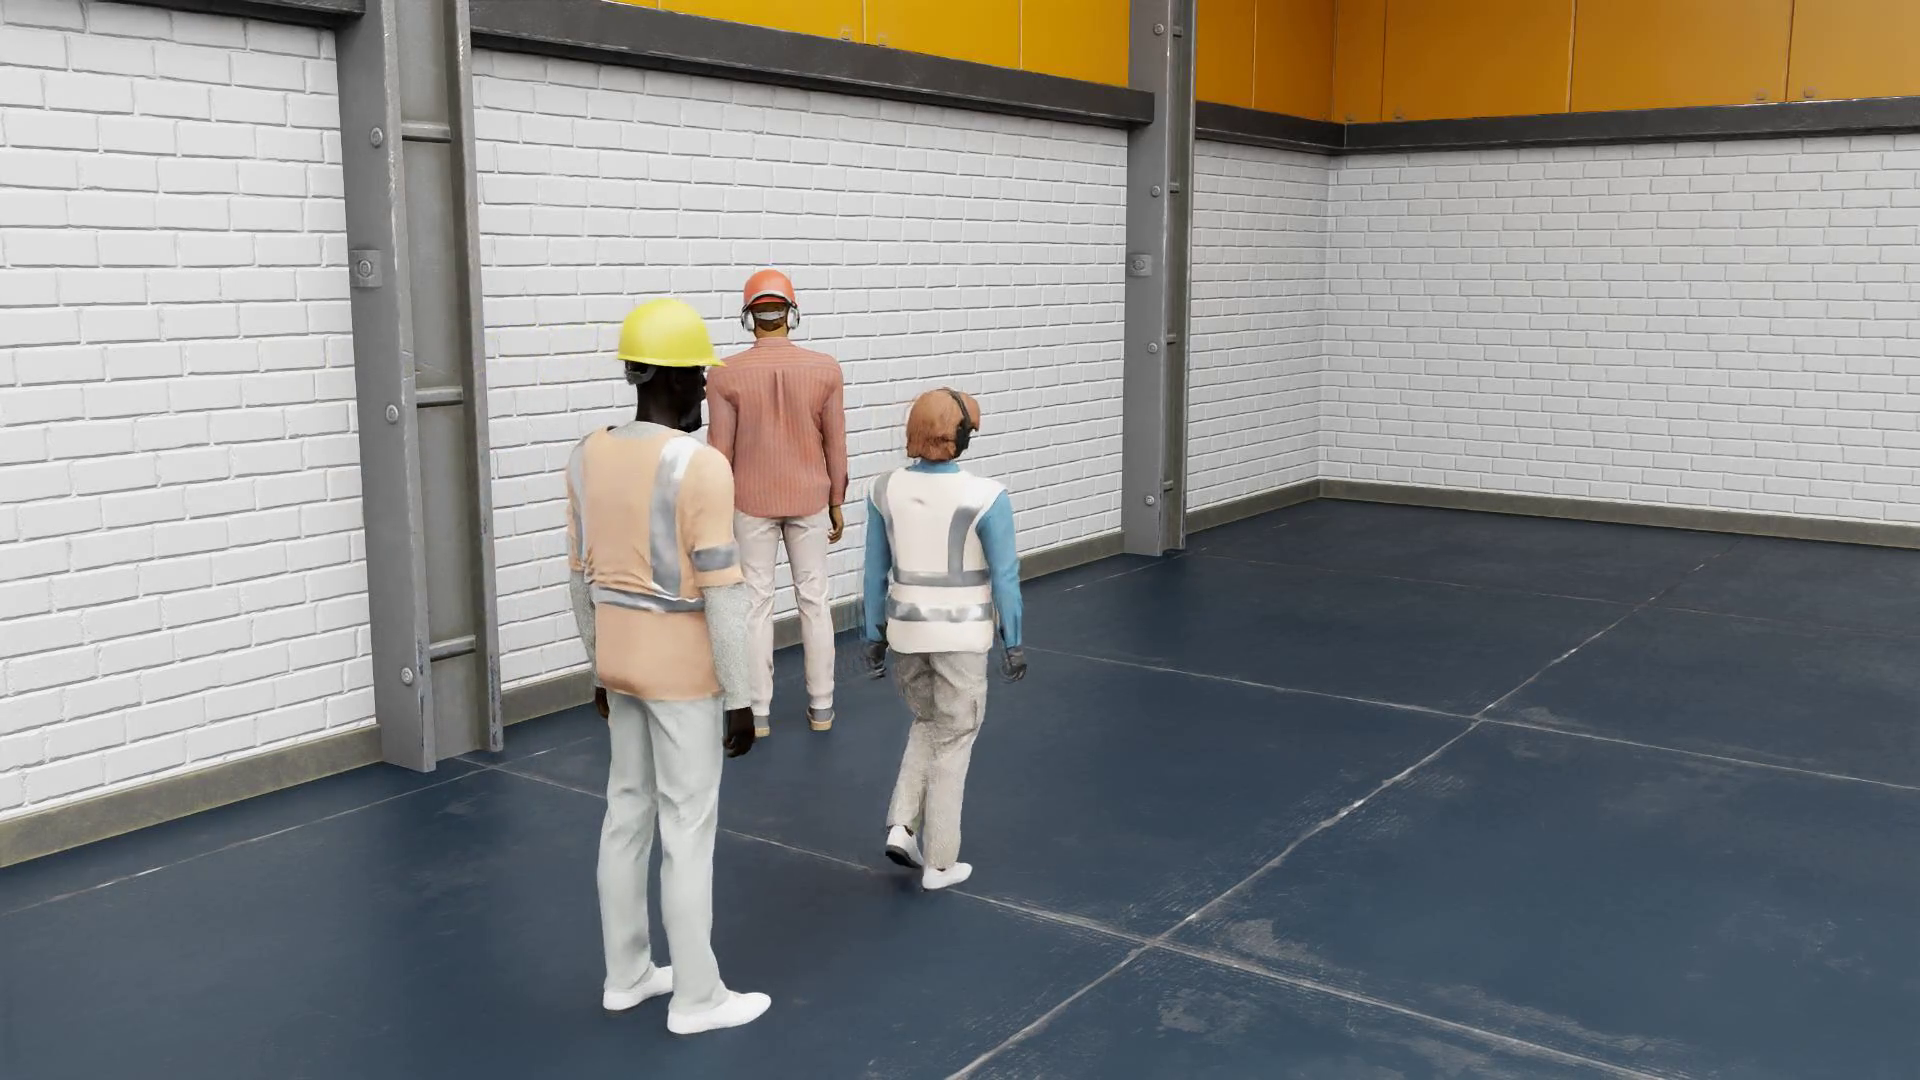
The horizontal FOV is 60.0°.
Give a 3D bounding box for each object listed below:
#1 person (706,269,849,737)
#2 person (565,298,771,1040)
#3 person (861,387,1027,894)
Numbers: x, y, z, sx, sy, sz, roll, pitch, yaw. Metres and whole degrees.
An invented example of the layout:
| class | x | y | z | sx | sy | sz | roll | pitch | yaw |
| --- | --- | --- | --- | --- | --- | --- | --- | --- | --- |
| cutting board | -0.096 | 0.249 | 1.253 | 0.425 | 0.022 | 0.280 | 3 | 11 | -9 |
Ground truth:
| class | x | y | z | sx | sy | sz | roll | pitch | yaw |
| --- | --- | --- | --- | --- | --- | --- | --- | --- | --- |
| person | -0.780 | -0.152 | 7.112 | 0.608 | 1.984 | 0.397 | -3 | 10 | -16 |
| person | -0.762 | 0.337 | 4.371 | 0.592 | 1.925 | 0.379 | 7 | 12 | 38 |
| person | -0.041 | 0.326 | 5.321 | 0.526 | 1.623 | 0.376 | 6 | 11 | 32 |
